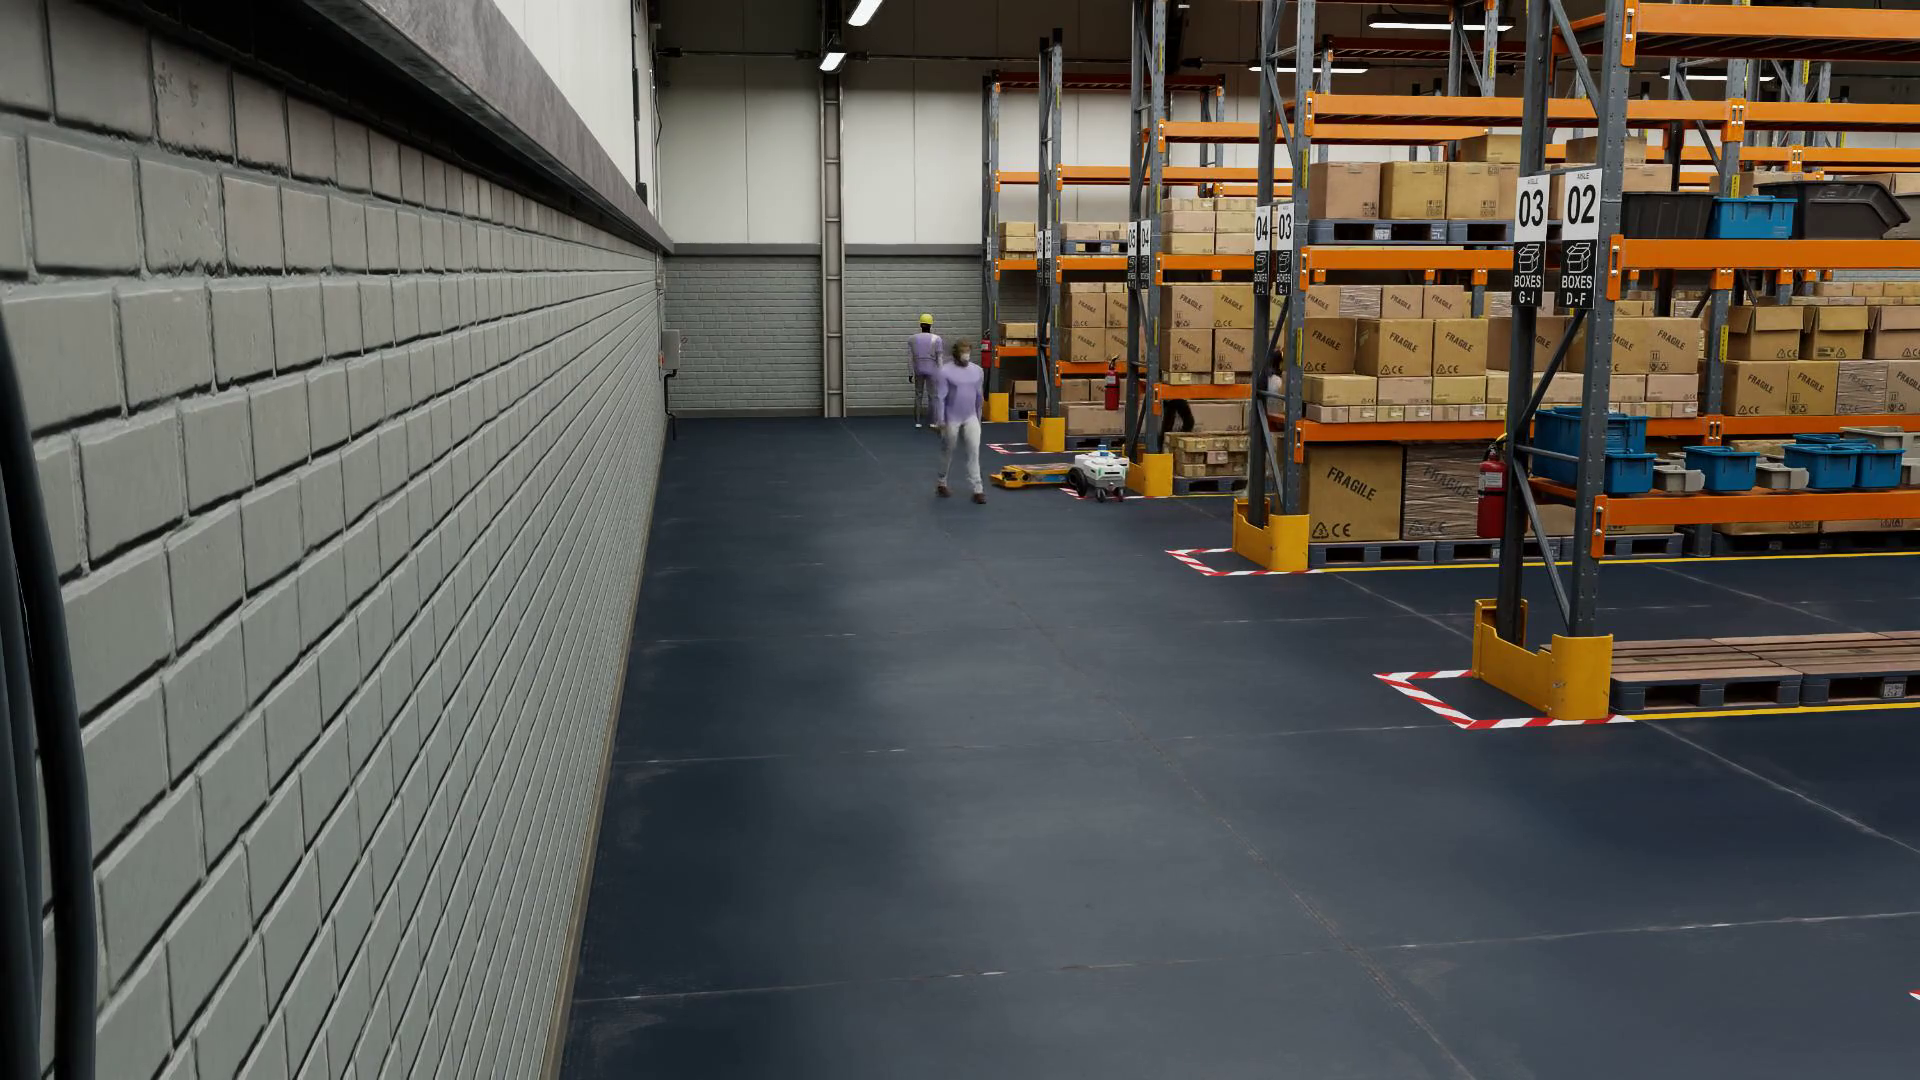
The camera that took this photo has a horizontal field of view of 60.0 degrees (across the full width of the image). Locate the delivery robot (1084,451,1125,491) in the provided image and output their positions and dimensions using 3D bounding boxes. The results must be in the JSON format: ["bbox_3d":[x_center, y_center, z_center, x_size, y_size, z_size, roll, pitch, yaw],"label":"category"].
[{"bbox_3d":[1.672,-0.787,19.285,0.477,0.478,0.707,-2,9,-10],"label":"delivery robot"}]

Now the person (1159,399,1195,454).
[{"bbox_3d":[2.981,-1.960,22.431,0.649,1.971,0.643,-1,9,-7],"label":"person"}]

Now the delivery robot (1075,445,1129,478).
[{"bbox_3d":[1.706,-0.900,19.982,0.477,0.478,0.707,-7,11,-36],"label":"delivery robot"}]

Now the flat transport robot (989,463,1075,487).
[{"bbox_3d":[1.135,-0.815,20.616,1.431,0.197,0.652,-3,10,-16],"label":"flat transport robot"}]

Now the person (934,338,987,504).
[{"bbox_3d":[-0.016,-1.383,19.179,0.653,1.890,1.033,-4,10,-25],"label":"person"}]

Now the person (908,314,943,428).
[{"bbox_3d":[-0.579,-2.836,27.985,0.595,1.925,0.371,2,9,11],"label":"person"}]

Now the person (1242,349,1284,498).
[{"bbox_3d":[3.425,-1.129,17.814,1.031,1.810,0.515,-2,9,-11],"label":"person"}]
